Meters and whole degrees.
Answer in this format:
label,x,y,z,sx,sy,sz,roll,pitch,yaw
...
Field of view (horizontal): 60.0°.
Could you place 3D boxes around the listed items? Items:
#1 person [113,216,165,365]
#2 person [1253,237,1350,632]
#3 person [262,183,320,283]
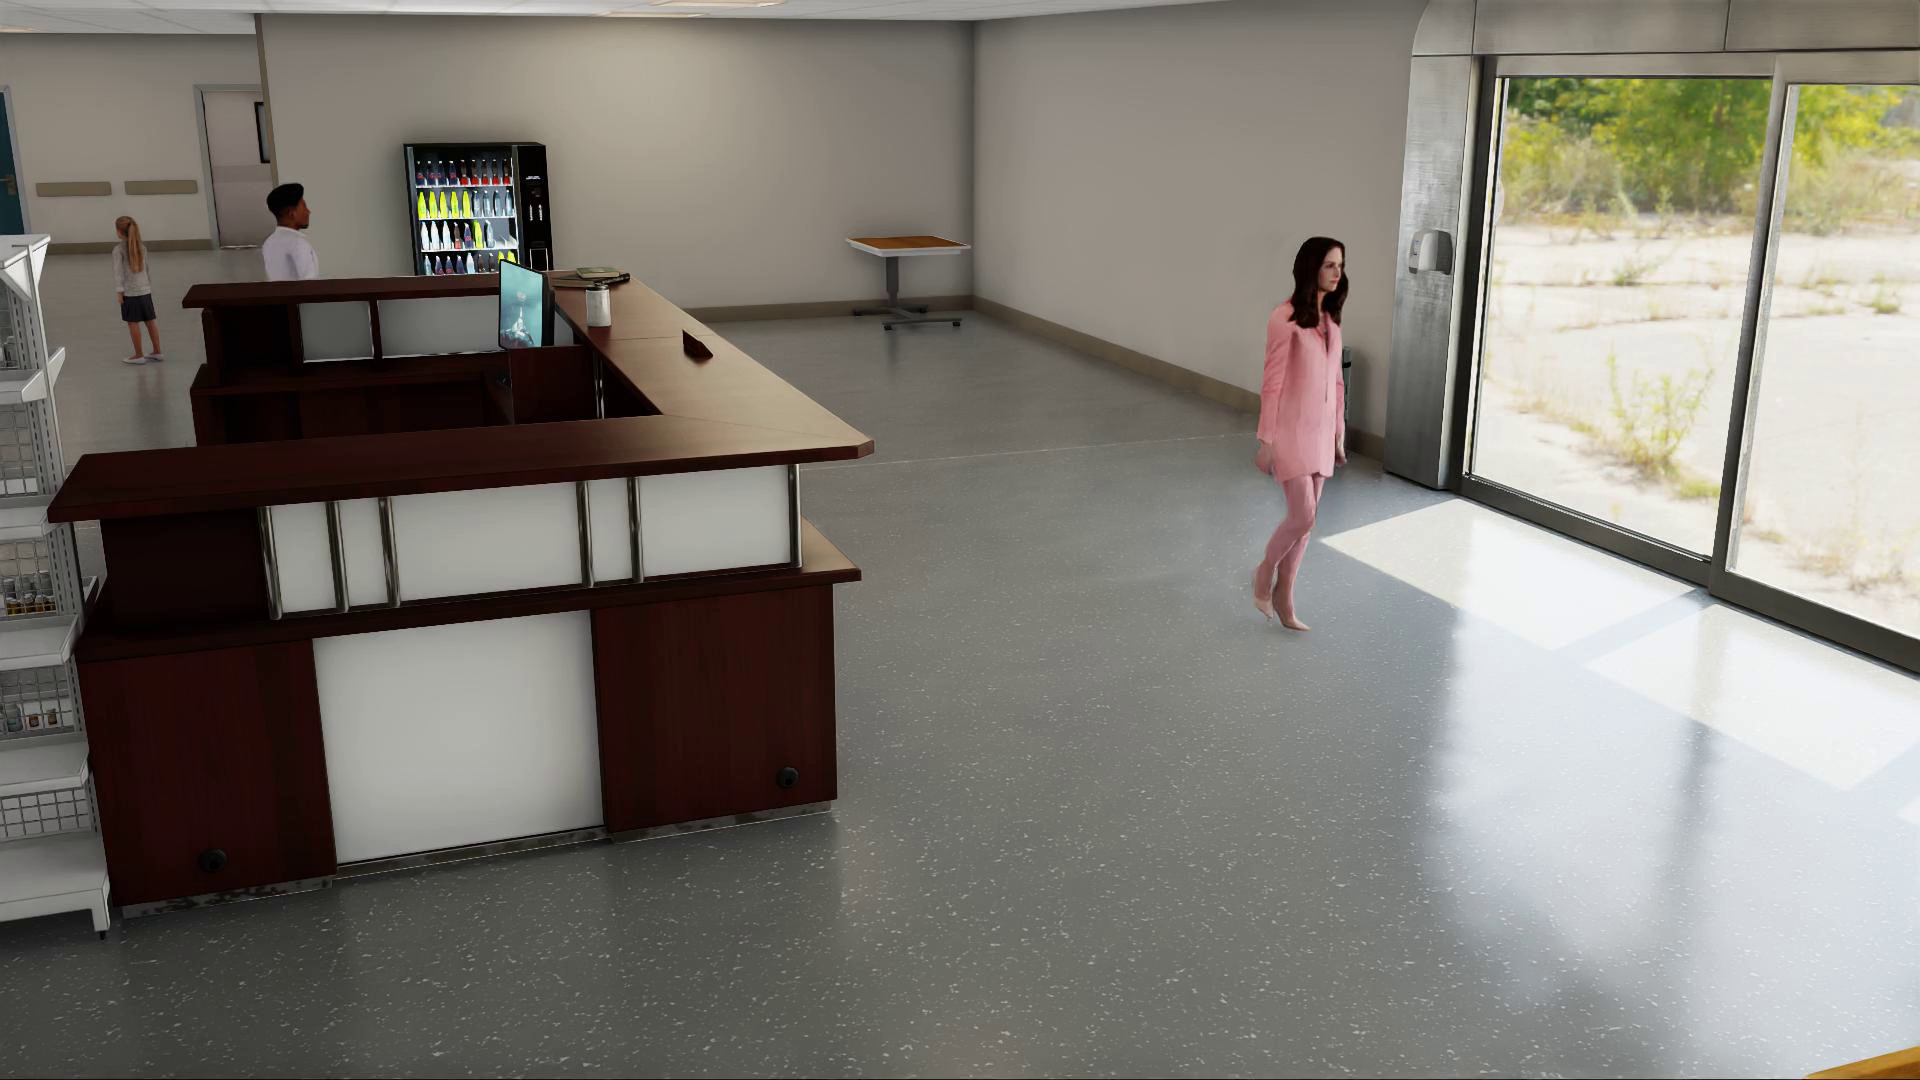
label,x,y,z,sx,sy,sz,roll,pitch,yaw
person,-7.230,-2.197,14.584,0.657,1.274,0.600,6,17,21
person,1.463,-0.464,7.506,0.686,1.786,0.783,-11,19,-34
person,-4.289,-1.351,10.623,0.766,1.801,0.738,-13,20,-38
